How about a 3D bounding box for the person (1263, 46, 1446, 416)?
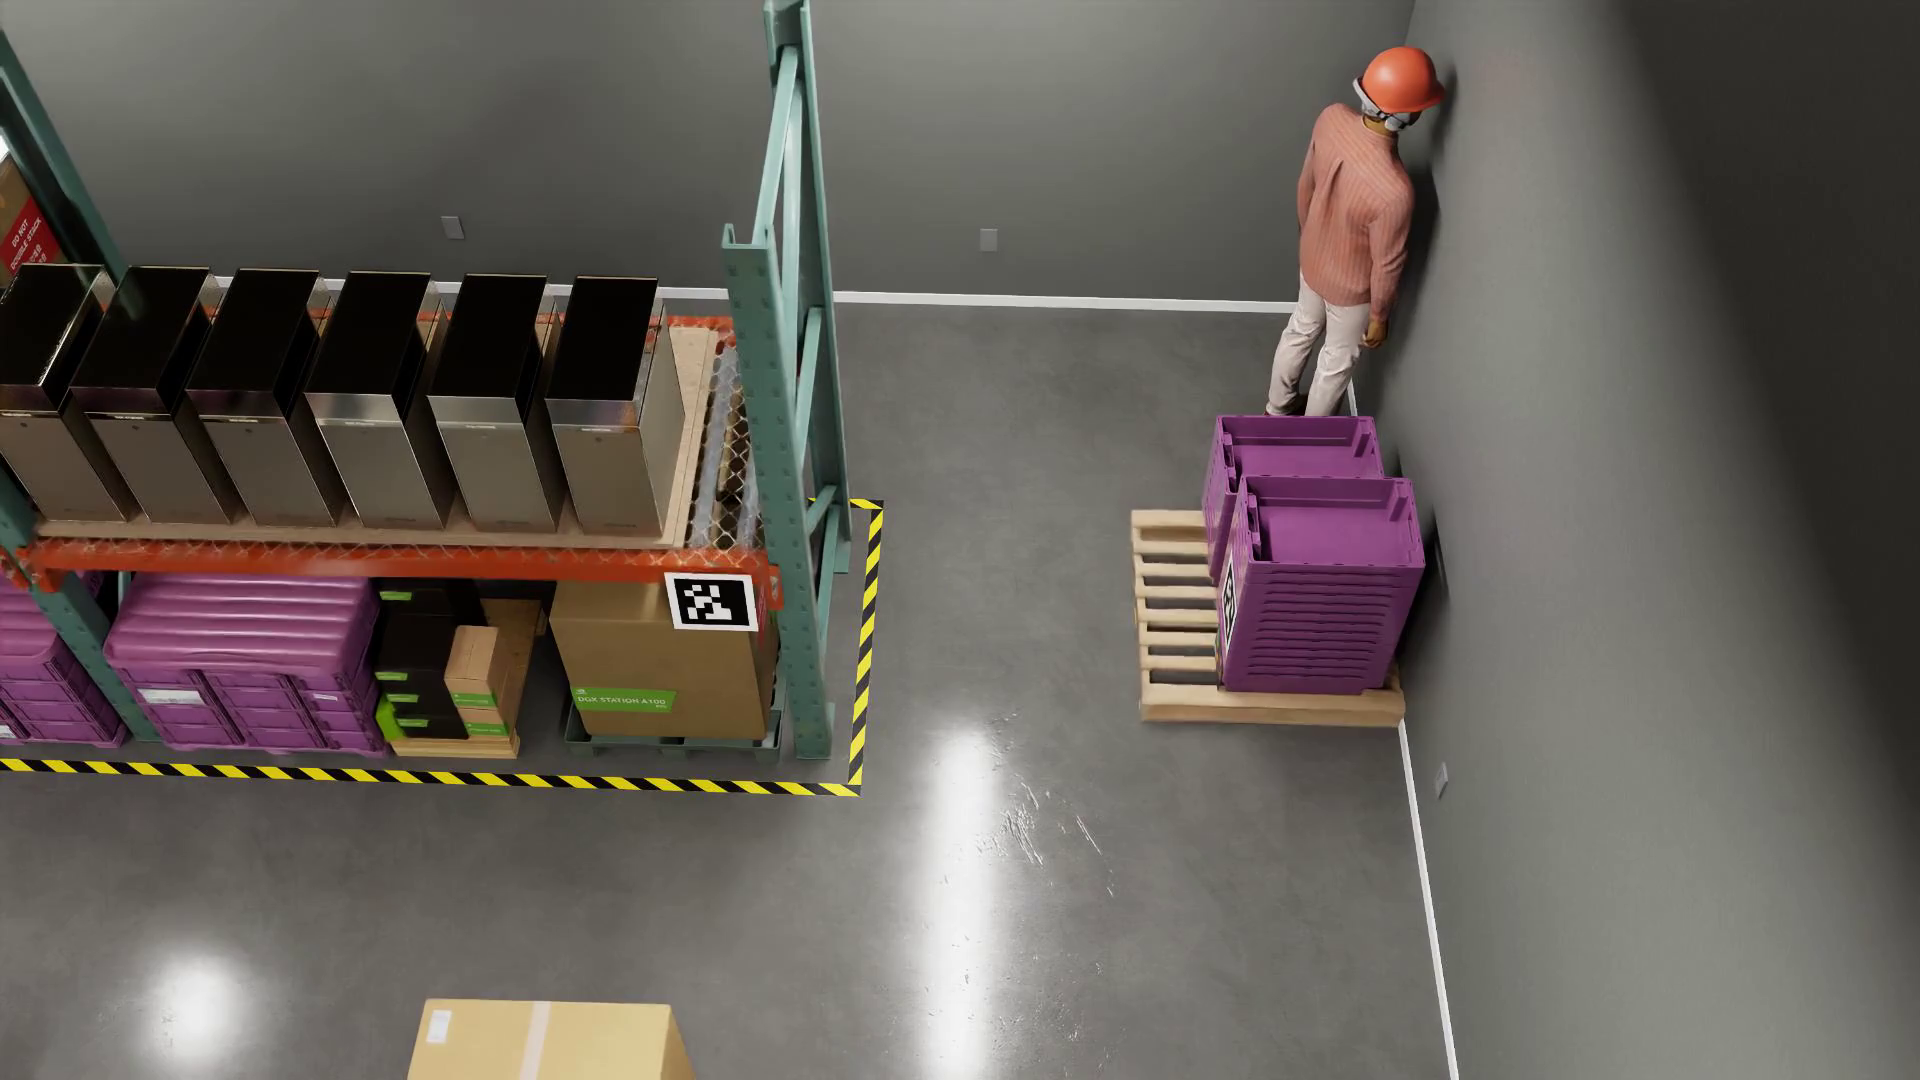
[{"bbox_3d":[1.517,-1.061,6.492,0.387,1.992,0.626,-18,54,-13],"label":"person"}]
